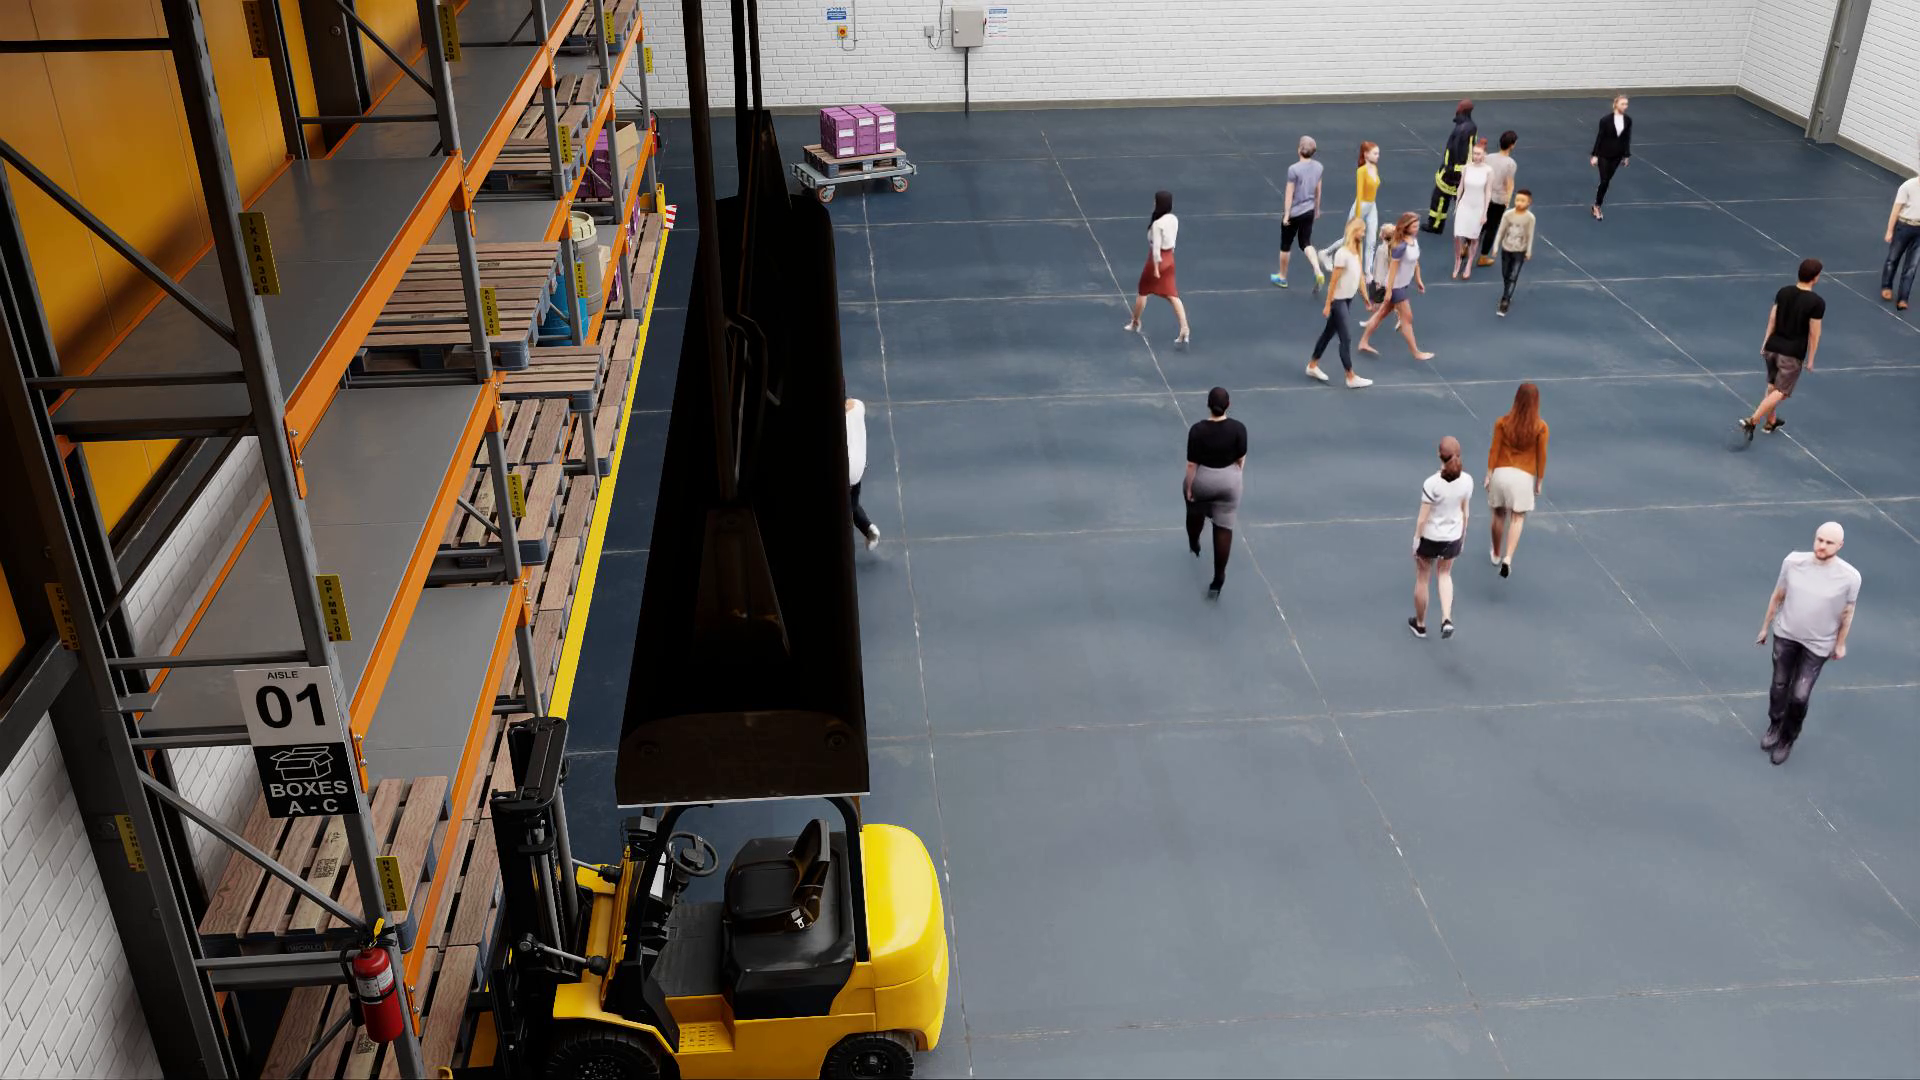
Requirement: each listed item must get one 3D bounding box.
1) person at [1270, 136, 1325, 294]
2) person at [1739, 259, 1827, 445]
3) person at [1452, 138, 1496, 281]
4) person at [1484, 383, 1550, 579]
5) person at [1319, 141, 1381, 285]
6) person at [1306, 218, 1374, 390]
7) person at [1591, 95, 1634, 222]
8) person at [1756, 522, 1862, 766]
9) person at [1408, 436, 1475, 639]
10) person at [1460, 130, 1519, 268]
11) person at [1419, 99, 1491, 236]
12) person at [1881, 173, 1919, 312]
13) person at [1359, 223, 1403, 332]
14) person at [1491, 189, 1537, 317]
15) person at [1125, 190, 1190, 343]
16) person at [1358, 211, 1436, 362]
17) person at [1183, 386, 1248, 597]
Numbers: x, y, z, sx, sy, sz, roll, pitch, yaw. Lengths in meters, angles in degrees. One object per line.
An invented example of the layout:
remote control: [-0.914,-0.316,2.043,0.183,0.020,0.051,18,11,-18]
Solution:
person: [4.116,-3.858,19.895,0.898,1.867,1.170,-12,31,-22]
person: [7.975,-1.818,16.187,1.055,1.837,1.161,-17,33,-28]
person: [6.293,-4.025,20.293,0.758,1.779,0.811,14,32,24]
person: [4.594,-0.465,13.847,0.854,1.703,1.028,10,30,18]
person: [4.828,-3.983,20.274,1.189,1.723,1.060,26,38,38]
person: [3.924,-2.510,17.523,1.050,1.772,1.043,20,34,32]
person: [8.765,-5.198,22.534,0.639,1.692,0.630,-3,29,-5]
person: [5.953,0.664,11.656,0.894,1.819,0.818,-24,36,-36]
person: [3.739,0.043,12.872,0.580,1.743,0.794,-3,29,-6]
person: [6.611,-4.233,20.756,0.888,1.701,0.848,-24,36,-36]
person: [6.628,-4.842,21.778,1.224,1.792,1.236,17,33,29]
person: [11.174,-3.663,19.596,1.023,1.811,1.306,9,30,17]
person: [4.860,-2.956,18.873,0.853,1.261,0.780,24,37,37]
person: [6.519,-3.411,19.528,0.925,1.433,1.055,17,33,28]
person: [2.305,-2.979,18.454,1.177,1.704,1.062,25,37,38]
person: [4.670,-2.749,18.076,1.040,1.662,1.090,15,32,26]
person: [2.111,-0.368,13.664,0.724,1.706,1.129,0,29,0]
